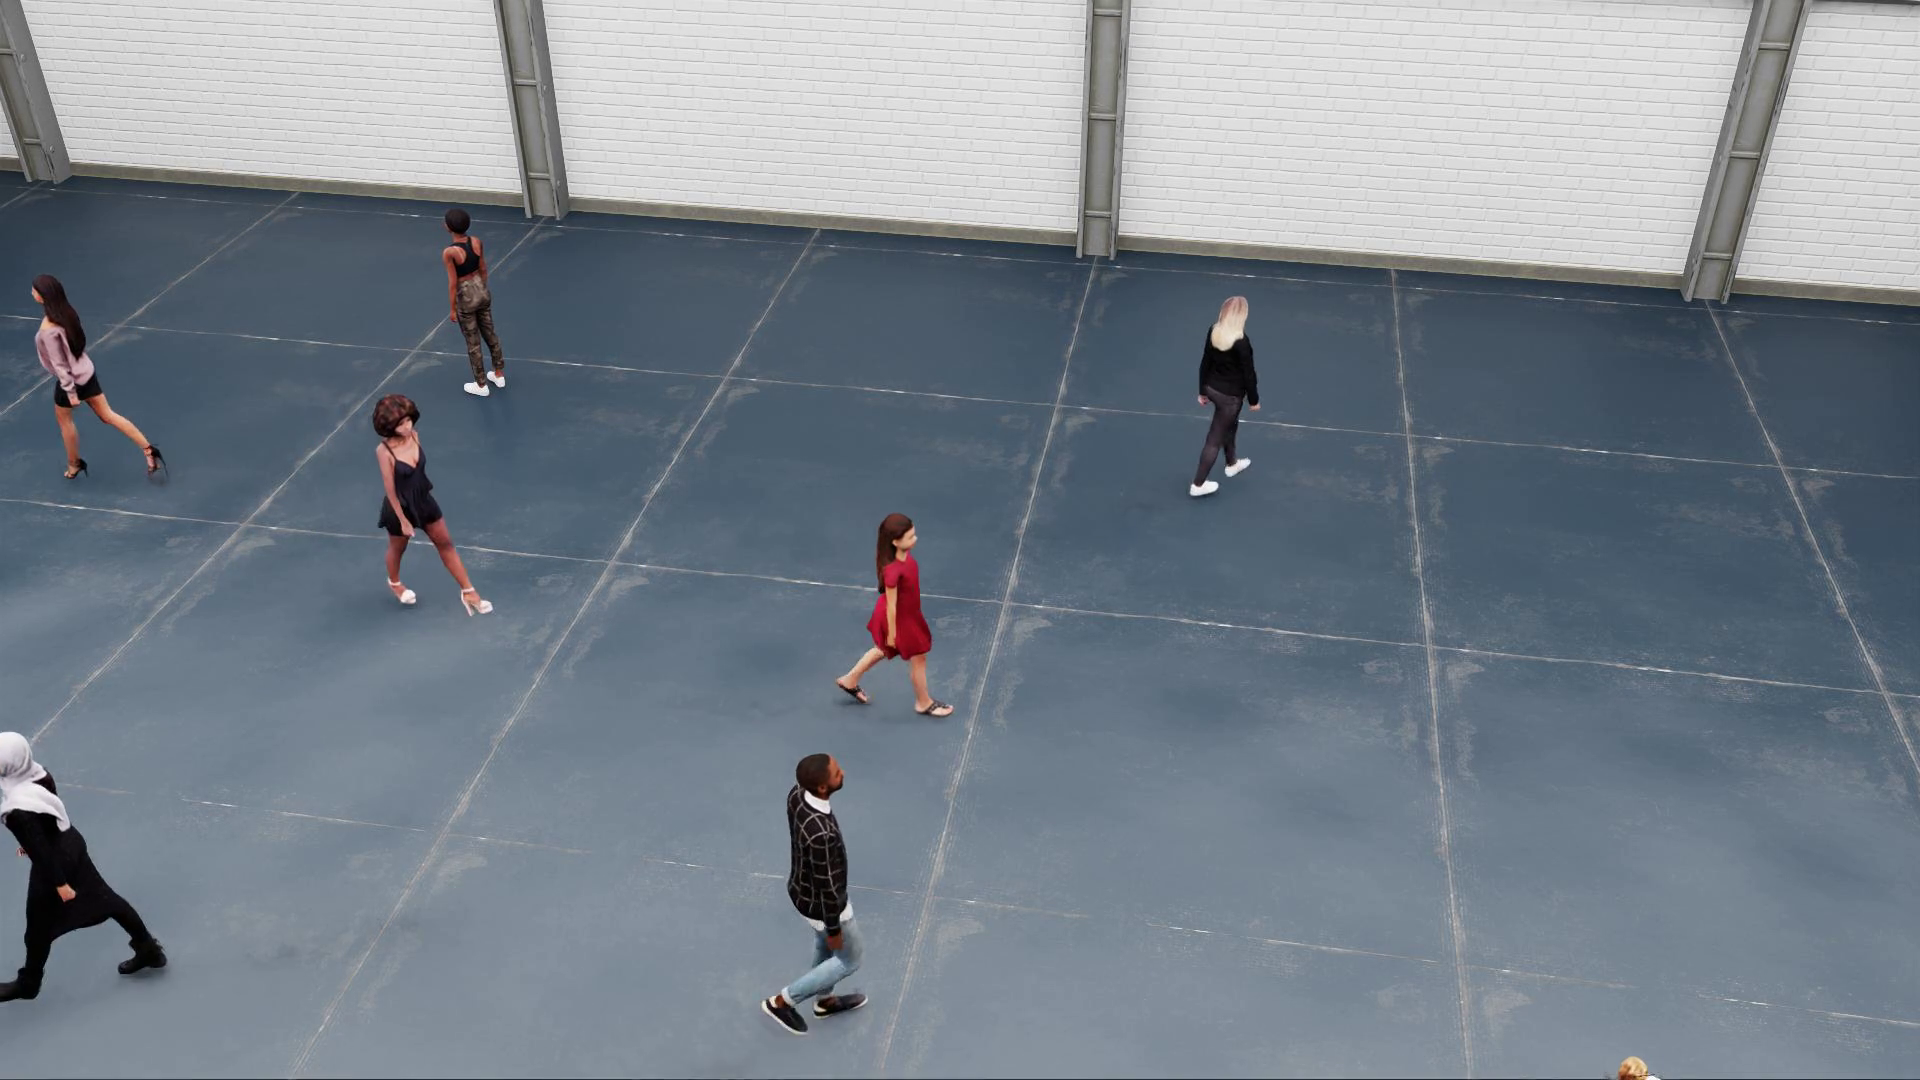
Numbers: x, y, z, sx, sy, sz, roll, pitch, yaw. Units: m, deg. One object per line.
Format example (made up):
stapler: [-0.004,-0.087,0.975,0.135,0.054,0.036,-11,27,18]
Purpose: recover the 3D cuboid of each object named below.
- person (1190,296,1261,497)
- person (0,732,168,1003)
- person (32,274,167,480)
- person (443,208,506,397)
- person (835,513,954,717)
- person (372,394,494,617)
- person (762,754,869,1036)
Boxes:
person: [1.973,-1.070,12.876,1.013,1.661,0.925,-17,37,-23]
person: [-4.604,1.680,8.669,1.187,1.738,0.924,-9,35,-13]
person: [-6.791,-1.218,12.996,1.140,1.775,0.731,1,34,1]
person: [-4.210,-2.060,14.330,0.654,1.700,0.657,21,39,29]
person: [-0.472,0.480,10.660,1.033,1.533,0.622,1,34,2]
person: [-3.881,-0.217,11.523,1.170,1.738,0.806,16,37,23]
person: [-0.784,1.824,8.388,0.966,1.811,0.883,-11,35,-15]
